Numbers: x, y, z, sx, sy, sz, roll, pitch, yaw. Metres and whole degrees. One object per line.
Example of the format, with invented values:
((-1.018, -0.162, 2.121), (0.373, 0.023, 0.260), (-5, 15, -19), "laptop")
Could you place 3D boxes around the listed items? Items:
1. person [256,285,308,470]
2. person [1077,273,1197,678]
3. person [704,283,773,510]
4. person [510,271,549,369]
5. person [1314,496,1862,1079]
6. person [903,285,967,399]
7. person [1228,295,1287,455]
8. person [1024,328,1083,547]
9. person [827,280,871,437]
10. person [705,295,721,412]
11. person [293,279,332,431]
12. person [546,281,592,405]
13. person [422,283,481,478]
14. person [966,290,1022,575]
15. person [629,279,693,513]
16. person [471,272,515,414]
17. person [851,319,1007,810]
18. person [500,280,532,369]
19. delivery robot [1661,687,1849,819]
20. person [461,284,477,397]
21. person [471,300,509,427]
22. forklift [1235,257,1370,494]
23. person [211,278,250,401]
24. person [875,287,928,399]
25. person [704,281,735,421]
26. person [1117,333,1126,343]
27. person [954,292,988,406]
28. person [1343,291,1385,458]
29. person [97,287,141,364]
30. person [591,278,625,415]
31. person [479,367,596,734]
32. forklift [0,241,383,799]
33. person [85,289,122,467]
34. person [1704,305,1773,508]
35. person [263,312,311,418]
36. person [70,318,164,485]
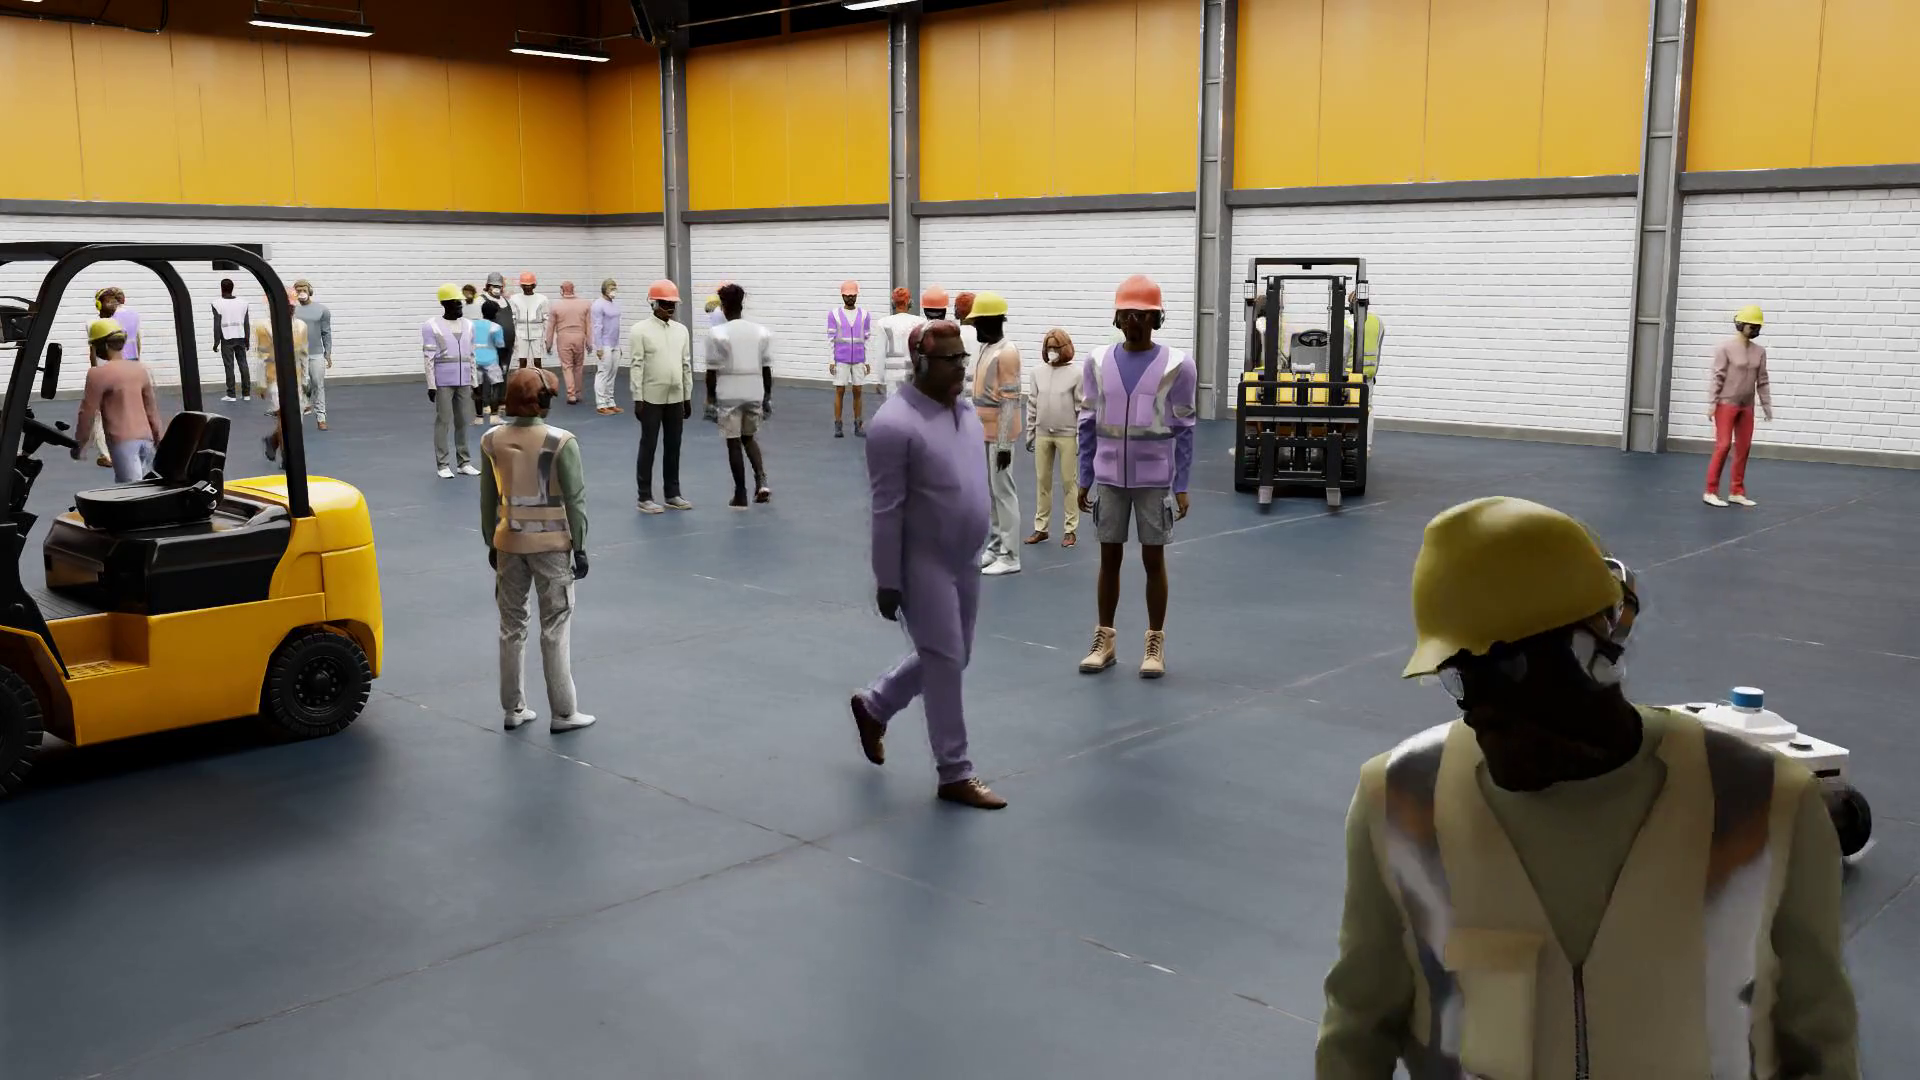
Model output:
((-7.050, -1.680, 17.235), (0.727, 1.911, 0.554), (7, 11, 35), "person")
((0.881, -0.319, 8.447), (0.605, 2.048, 0.374), (4, 10, 21), "person")
((-1.912, -1.226, 14.308), (0.597, 1.945, 0.424), (-7, 11, -35), "person")
((-6.741, -3.183, 26.057), (0.605, 2.033, 0.400), (-1, 9, -7), "person")
((0.772, 0.838, 2.132), (0.663, 1.794, 0.479), (4, 10, 22), "person")
((-0.187, -1.073, 13.393), (0.545, 1.942, 0.347), (5, 10, 27), "person")
((3.398, -1.783, 18.213), (0.633, 1.801, 0.945), (-8, 12, -39), "person")
((0.720, -0.766, 12.455), (0.497, 1.632, 0.289), (5, 10, 27), "person")
((-1.356, -2.229, 20.491), (0.545, 1.939, 0.354), (-3, 10, -17), "person")
((-3.451, -2.677, 23.963), (0.446, 1.698, 0.592), (-1, 9, -7), "person")
((-8.362, -2.360, 21.295), (0.630, 1.940, 0.371), (-4, 10, -23), "person")
((-6.020, -3.023, 25.557), (0.686, 1.893, 0.656), (-5, 11, -29), "person")
((-5.049, -1.584, 16.561), (0.353, 1.930, 0.590), (7, 12, 38), "person")
((0.226, -0.728, 11.320), (0.372, 1.925, 0.593), (-3, 10, -16), "person")
((-2.526, -1.217, 14.159), (0.402, 1.986, 0.616), (9, 13, 43), "person")
((-6.641, -2.837, 23.906), (0.536, 2.000, 0.681), (5, 11, 29), "person")
((-0.144, 0.077, 6.535), (0.786, 1.884, 0.650), (6, 11, 34), "person")
((-8.385, -3.923, 30.889), (0.912, 1.950, 0.623), (-8, 12, -41), "person")
((2.833, 0.776, 6.014), (0.477, 0.478, 0.707), (-3, 10, -16), "delivery robot")
((-7.761, -3.163, 26.525), (0.564, 1.843, 0.469), (3, 10, 20), "person")
((-6.199, -2.302, 21.778), (0.649, 1.663, 0.398), (2, 9, 10), "person")
((3.309, -1.629, 16.029), (1.214, 2.155, 2.313), (2, 9, 11), "forklift")
((-11.430, -3.137, 26.119), (0.390, 1.920, 0.587), (8, 12, 39), "person")
((-0.595, -1.683, 17.303), (0.574, 1.885, 0.357), (-2, 9, -12), "person")
((-3.126, -2.538, 22.506), (0.819, 1.903, 0.564), (1, 9, 7), "person")
((2.039, -1.869, 19.285), (0.587, 1.615, 0.497), (-7, 12, -37), "person")
((0.061, -1.084, 13.640), (0.579, 1.881, 0.342), (1, 9, 8), "person")
((4.310, -1.795, 18.132), (0.626, 1.844, 0.429), (-6, 11, -33), "person")
((-10.549, -2.253, 20.921), (0.389, 1.846, 0.566), (4, 10, 24), "person")
((-4.998, -2.742, 23.641), (0.362, 1.936, 0.631), (3, 10, 17), "person")
((-1.899, 0.050, 7.443), (0.523, 1.636, 0.311), (3, 10, 19), "person")
((-3.706, -0.171, 7.093), (1.214, 2.155, 2.313), (9, 13, 43), "forklift")
((-8.927, -1.698, 17.472), (0.335, 1.865, 0.521), (1, 9, 6), "person")
((6.809, -1.165, 14.528), (0.565, 1.757, 0.362), (-3, 10, -17), "person")
((-9.450, -2.620, 23.258), (0.543, 1.820, 1.008), (3, 10, 18), "person")
((-5.901, -0.675, 11.625), (0.799, 1.725, 0.530), (2, 9, 11), "person")
